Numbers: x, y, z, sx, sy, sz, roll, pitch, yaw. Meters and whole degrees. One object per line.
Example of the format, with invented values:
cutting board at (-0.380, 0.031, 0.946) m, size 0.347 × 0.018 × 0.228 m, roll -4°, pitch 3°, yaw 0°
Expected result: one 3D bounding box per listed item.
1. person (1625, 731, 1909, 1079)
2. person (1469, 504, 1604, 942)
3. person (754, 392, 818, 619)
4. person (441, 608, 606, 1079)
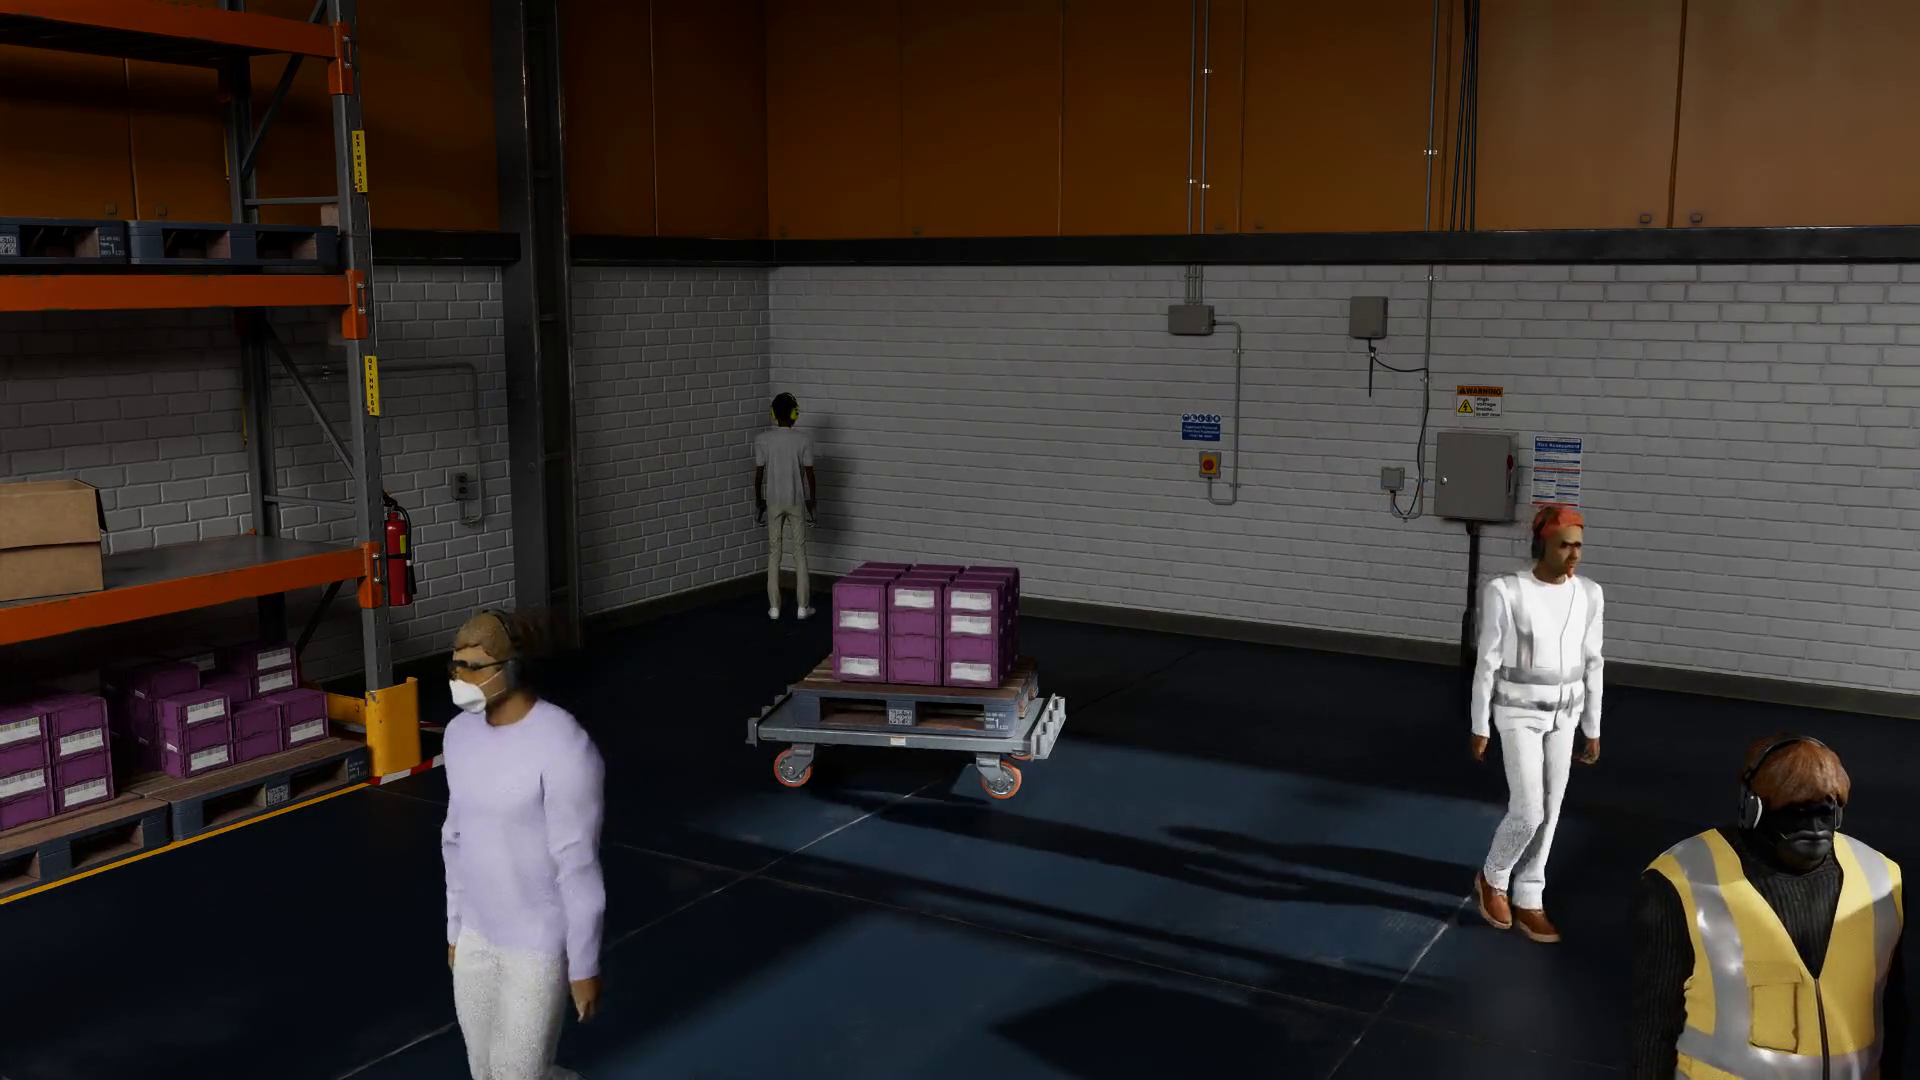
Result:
person at (1.829, 1.328, 3.784) m, size 0.622 × 1.837 × 0.428 m, roll 0°, pitch 9°, yaw -2°
person at (2.461, 0.784, 7.024) m, size 0.586 × 1.873 × 0.411 m, roll -3°, pitch 10°, yaw -18°
person at (-1.435, -0.275, 13.695) m, size 0.526 × 1.863 × 0.315 m, roll 0°, pitch 9°, yaw 1°
person at (-1.226, 1.128, 4.751) m, size 0.644 × 1.919 × 0.513 m, roll 8°, pitch 12°, yaw 39°
